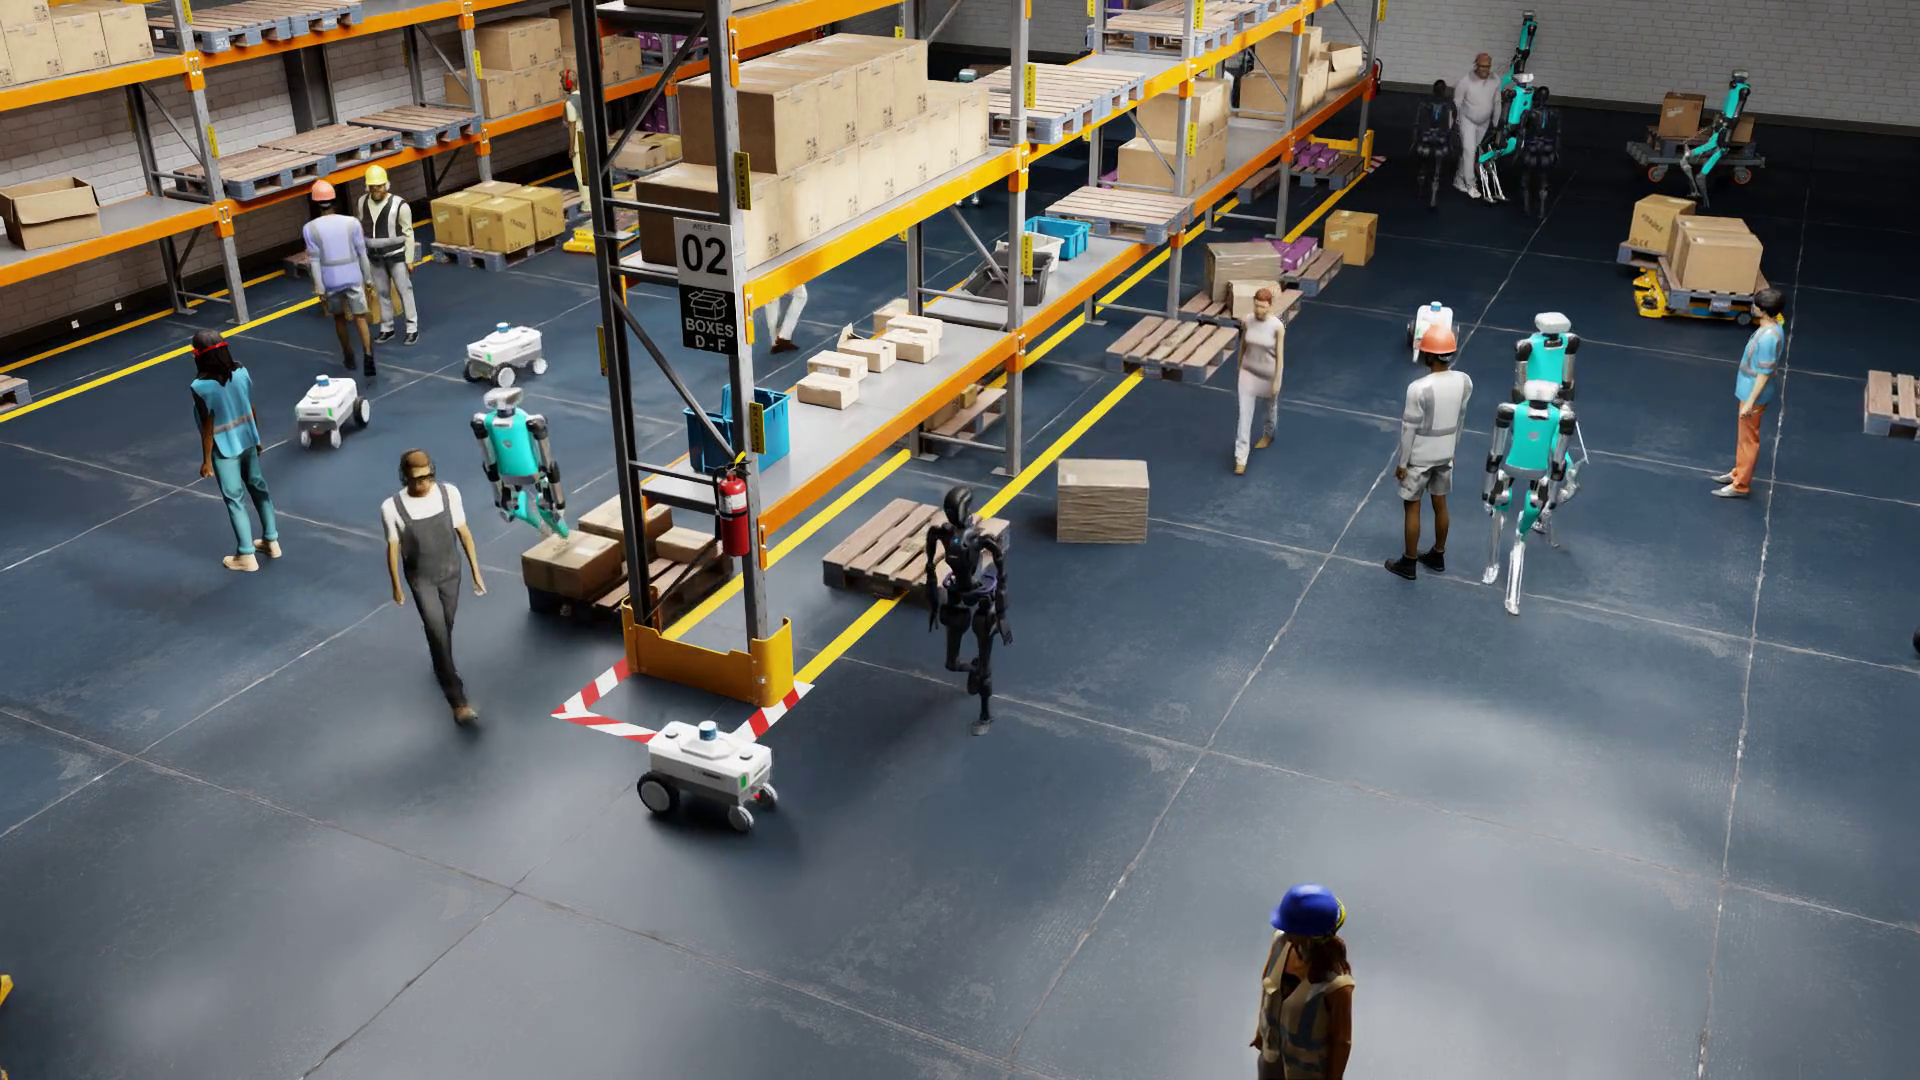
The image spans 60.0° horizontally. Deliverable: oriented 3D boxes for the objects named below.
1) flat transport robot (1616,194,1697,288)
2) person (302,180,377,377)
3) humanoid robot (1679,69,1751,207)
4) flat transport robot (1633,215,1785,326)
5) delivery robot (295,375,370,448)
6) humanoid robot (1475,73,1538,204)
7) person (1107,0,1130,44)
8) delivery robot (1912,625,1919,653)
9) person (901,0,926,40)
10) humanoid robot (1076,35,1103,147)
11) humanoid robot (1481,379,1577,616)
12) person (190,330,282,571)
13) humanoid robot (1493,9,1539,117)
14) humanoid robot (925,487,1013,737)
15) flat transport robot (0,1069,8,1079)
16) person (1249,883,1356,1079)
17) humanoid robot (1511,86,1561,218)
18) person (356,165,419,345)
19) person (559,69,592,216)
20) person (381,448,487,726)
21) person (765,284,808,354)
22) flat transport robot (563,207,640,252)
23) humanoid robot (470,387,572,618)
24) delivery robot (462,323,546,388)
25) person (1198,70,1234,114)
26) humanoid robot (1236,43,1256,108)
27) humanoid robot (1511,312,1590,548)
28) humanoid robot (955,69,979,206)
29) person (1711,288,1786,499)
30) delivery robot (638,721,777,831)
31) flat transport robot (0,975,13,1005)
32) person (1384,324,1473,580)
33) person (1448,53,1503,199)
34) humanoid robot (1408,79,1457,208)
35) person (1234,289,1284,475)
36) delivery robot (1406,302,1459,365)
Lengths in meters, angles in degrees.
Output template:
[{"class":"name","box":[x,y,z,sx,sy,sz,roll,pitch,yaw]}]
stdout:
[{"class":"flat transport robot","box":[8.299,-3.079,18.998,0.659,0.231,1.431,22,34,37]},{"class":"person","box":[-5.922,-2.479,15.948,0.565,1.907,0.804,-13,29,-24]},{"class":"humanoid robot","box":[9.750,-5.221,21.692,0.794,1.800,0.540,3,26,6]},{"class":"flat transport robot","box":[8.054,-2.538,17.904,1.431,0.231,0.659,6,27,12]},{"class":"delivery robot","box":[-5.634,-1.177,14.820,0.499,0.583,0.767,0,26,0]},{"class":"humanoid robot","box":[7.010,-5.240,21.557,0.533,1.677,0.735,-13,29,-25]},{"class":"person","box":[2.724,-9.021,29.128,0.542,1.928,0.405,21,33,36]},{"class":"delivery robot","box":[6.879,0.640,11.184,0.785,0.614,0.525,-3,26,-5]},{"class":"person","box":[-0.898,-9.390,30.039,0.569,1.812,0.567,-14,30,-26]},{"class":"humanoid robot","box":[1.947,-6.647,24.613,0.308,1.653,0.609,-23,35,-38]},{"class":"humanoid robot","box":[4.006,-0.385,11.912,0.550,1.741,0.999,6,27,13]},{"class":"person","box":[-5.384,-0.661,12.314,0.391,1.866,0.522,12,29,23]},{"class":"humanoid robot","box":[8.563,-7.419,25.997,0.725,1.699,0.532,3,27,7]},{"class":"humanoid robot","box":[0.104,0.385,10.427,0.603,1.639,0.525,11,28,21]},{"class":"flat transport robot","box":[-4.892,2.768,7.187,0.659,0.231,1.431,4,27,8]},{"class":"person","box":[1.374,2.121,6.793,0.323,1.775,0.464,-15,30,-28]},{"class":"humanoid robot","box":[7.341,-4.914,21.132,0.610,1.651,0.358,-1,26,-2]},{"class":"person","box":[-5.800,-2.876,16.823,0.590,1.834,0.404,4,27,9]},{"class":"person","box":[-4.852,-5.075,21.265,0.376,1.838,0.561,2,26,4]},{"class":"person","box":[-3.330,0.243,10.571,0.527,1.804,0.956,-20,33,-35]},{"class":"person","box":[-1.818,-2.747,16.527,0.590,1.864,0.475,20,33,35]},{"class":"flat transport robot","box":[-4.257,-3.820,20.495,0.659,0.231,1.431,7,27,15]},{"class":"humanoid robot","box":[-3.004,-0.344,11.815,0.558,1.754,0.807,4,27,8]},{"class":"delivery robot","box":[-4.405,-1.783,16.079,0.499,0.614,0.817,17,31,30]},{"class":"person","box":[3.523,-5.959,23.147,0.573,1.742,0.452,16,31,29]},{"class":"humanoid robot","box":[4.571,-7.353,26.114,0.609,1.626,0.791,-24,35,-39]},{"class":"humanoid robot","box":[4.570,-0.754,12.770,0.545,1.890,0.783,-8,27,-15]},{"class":"humanoid robot","box":[0.088,-5.153,21.425,0.530,1.691,0.746,1,26,2]},{"class":"person","box":[6.416,-1.179,13.474,0.327,1.763,0.488,12,29,23]},{"class":"delivery robot","box":[-1.463,1.333,9.749,0.767,0.583,0.499,12,29,23]},{"class":"flat transport robot","box":[-5.475,2.345,8.040,1.431,0.231,0.659,-1,26,-3]},{"class":"person","box":[3.430,-0.647,12.226,0.539,1.927,0.390,-11,29,-22]},{"class":"person","box":[6.888,-5.492,22.072,0.630,1.861,0.908,-8,27,-16]},{"class":"humanoid robot","box":[6.168,-5.173,21.691,0.586,1.631,0.740,6,27,11]},{"class":"person","box":[2.550,-1.413,14.138,0.431,1.598,0.889,12,29,22]},{"class":"delivery robot","box":[4.745,-2.088,16.693,0.499,0.612,0.816,8,27,15]}]
